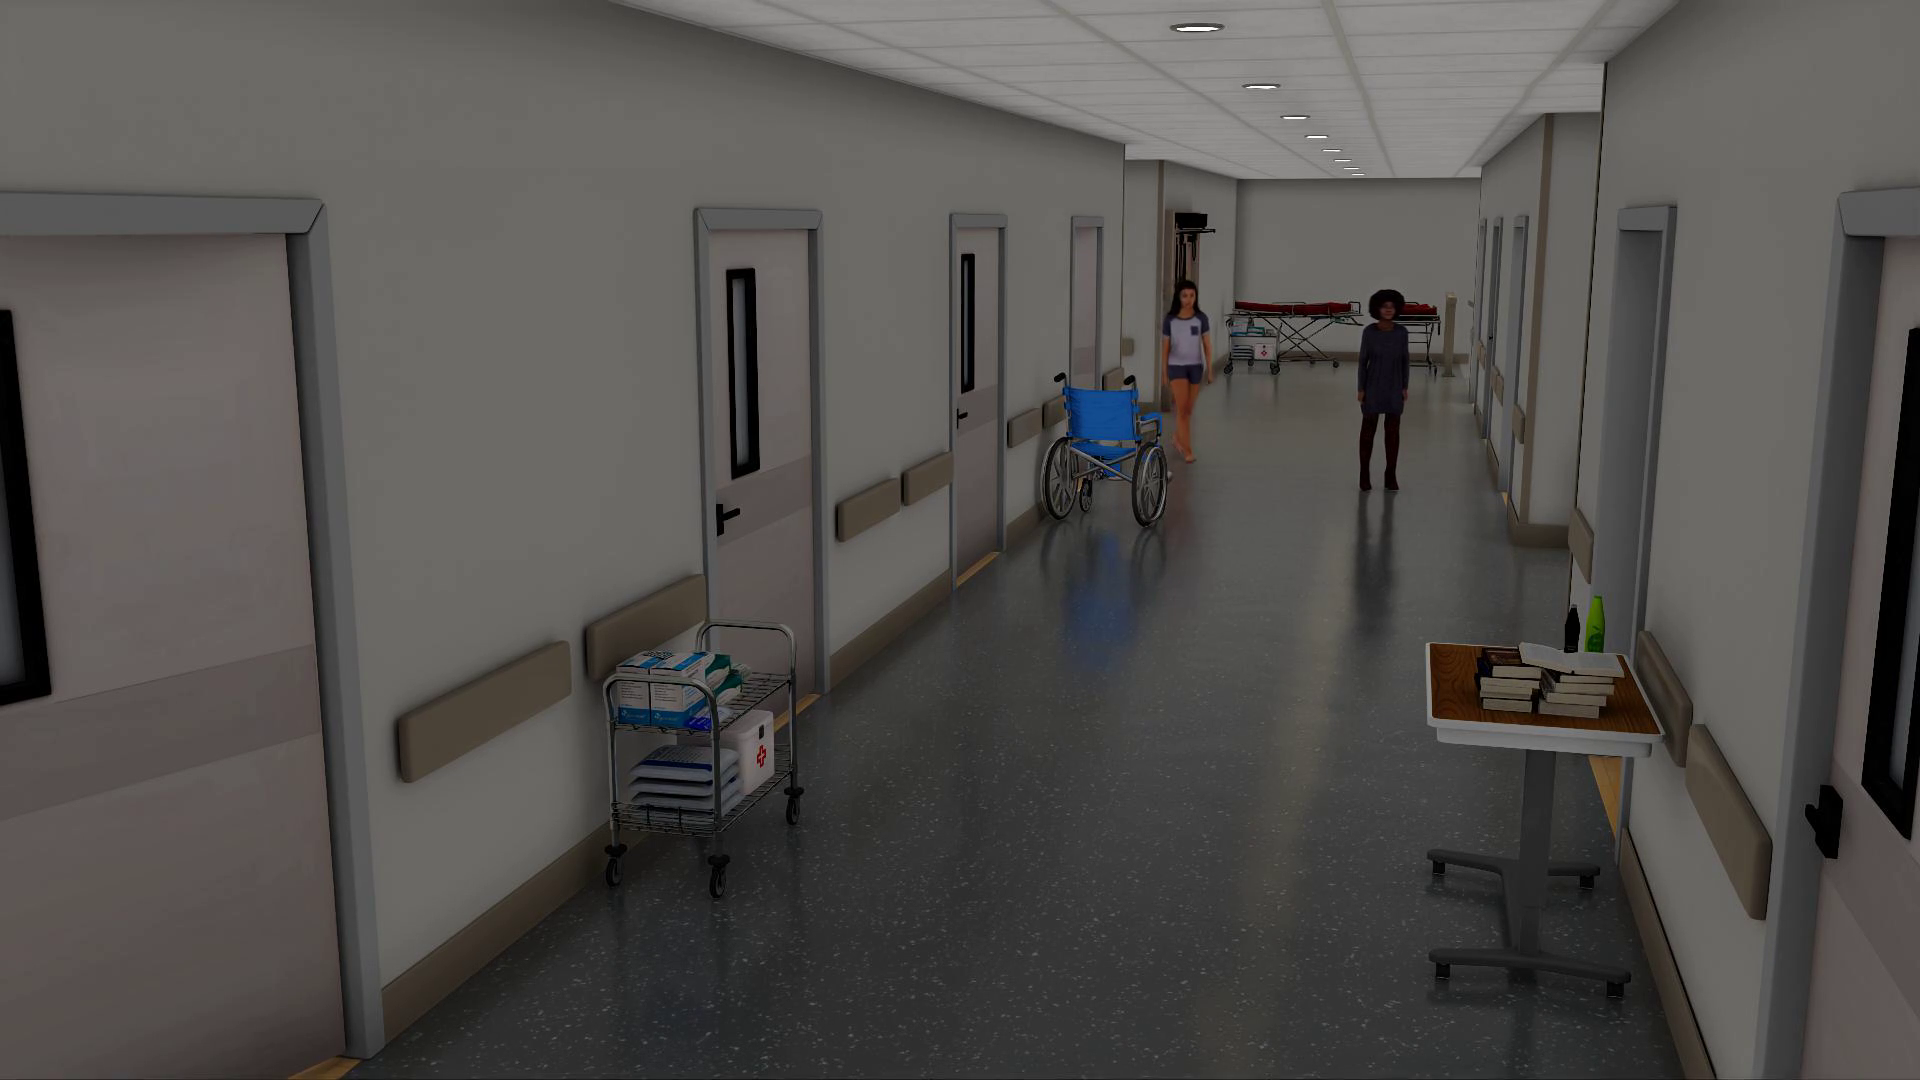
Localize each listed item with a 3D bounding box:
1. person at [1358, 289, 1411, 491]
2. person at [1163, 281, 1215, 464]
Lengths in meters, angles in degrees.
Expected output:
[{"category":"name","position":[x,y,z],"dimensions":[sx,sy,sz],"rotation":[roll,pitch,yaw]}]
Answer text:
[{"category":"person","position":[3.597,-1.274,14.158],"dimensions":[0.618,1.706,0.572],"rotation":[1,11,3]},{"category":"person","position":[2.137,-1.578,15.822],"dimensions":[0.883,1.684,1.257],"rotation":[-1,11,-4]}]
